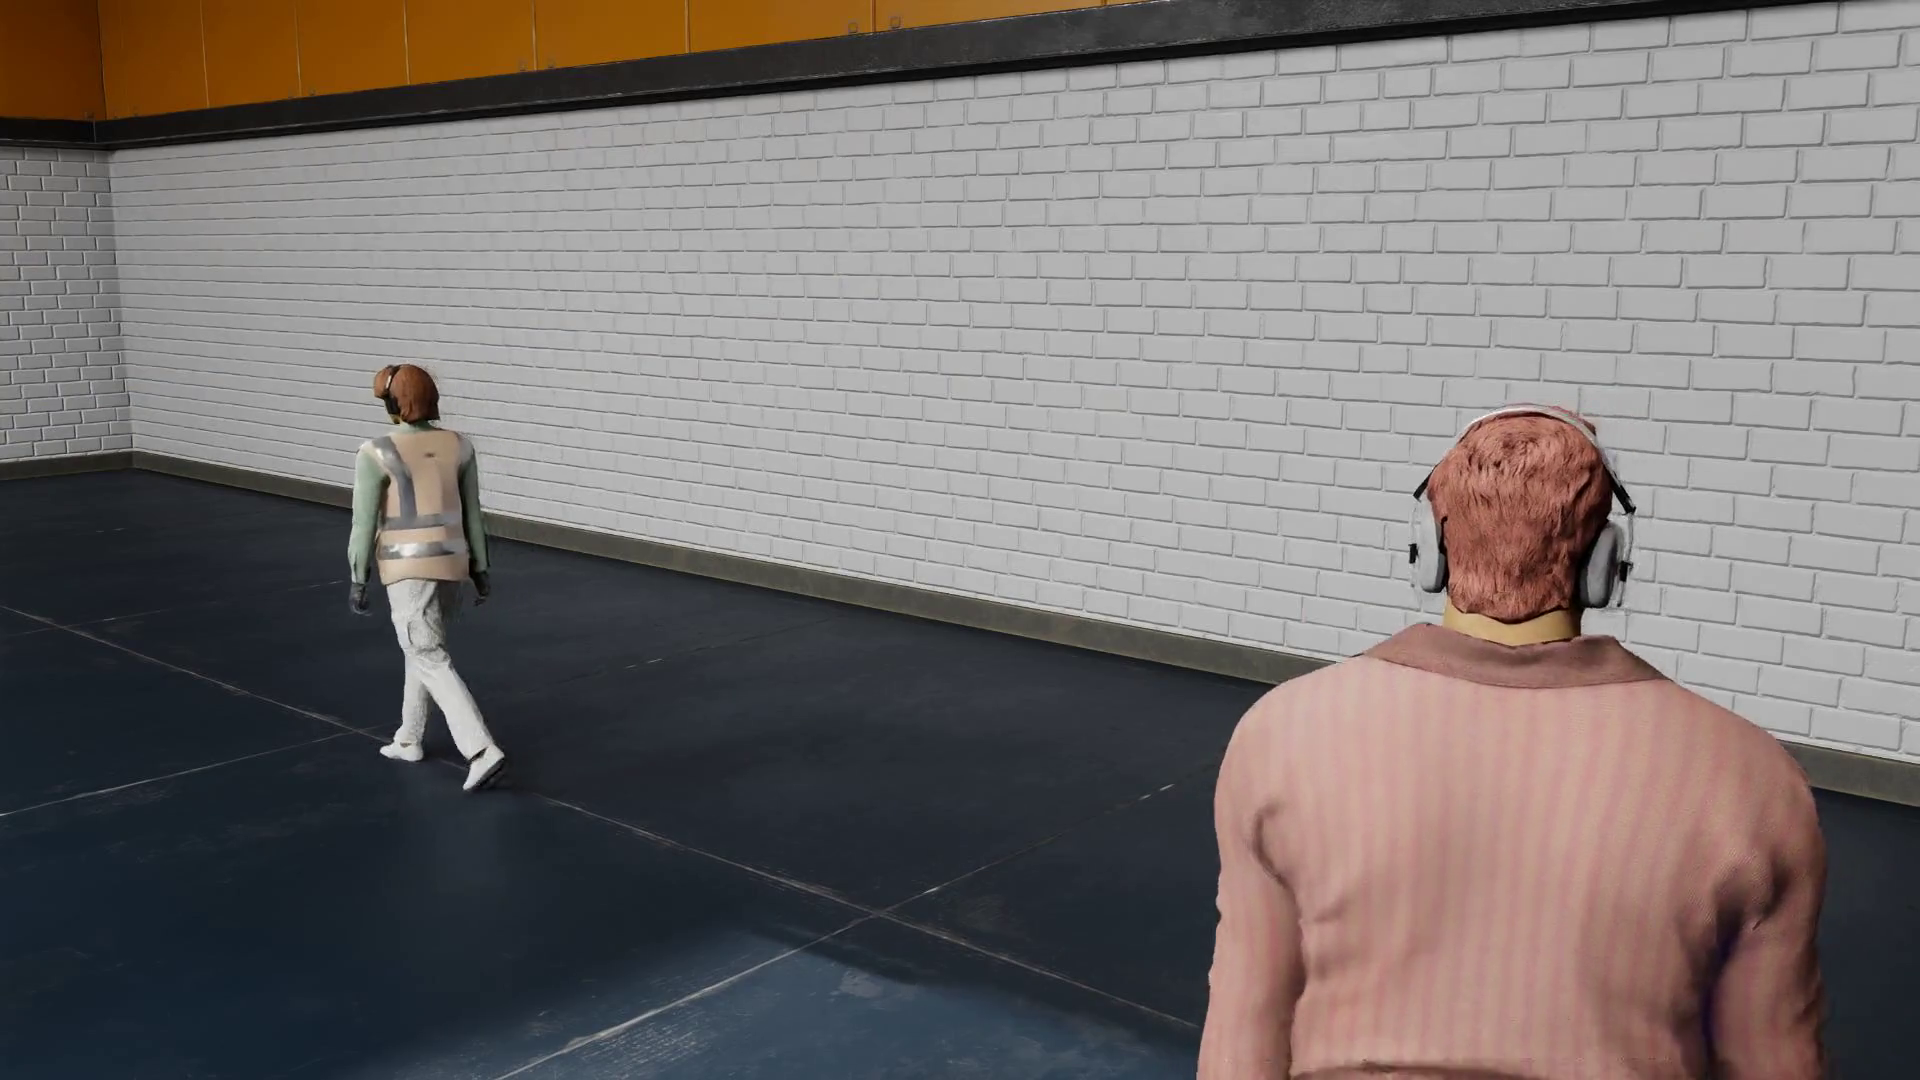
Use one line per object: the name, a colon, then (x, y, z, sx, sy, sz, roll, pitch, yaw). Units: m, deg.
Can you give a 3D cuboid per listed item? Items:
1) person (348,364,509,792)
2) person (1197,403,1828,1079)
person: (-1.995, 0.137, 6.287, 0.835, 1.604, 0.534, 7, 12, 33)
person: (0.623, 0.770, 1.934, 0.670, 1.855, 1.019, 4, 11, 20)
